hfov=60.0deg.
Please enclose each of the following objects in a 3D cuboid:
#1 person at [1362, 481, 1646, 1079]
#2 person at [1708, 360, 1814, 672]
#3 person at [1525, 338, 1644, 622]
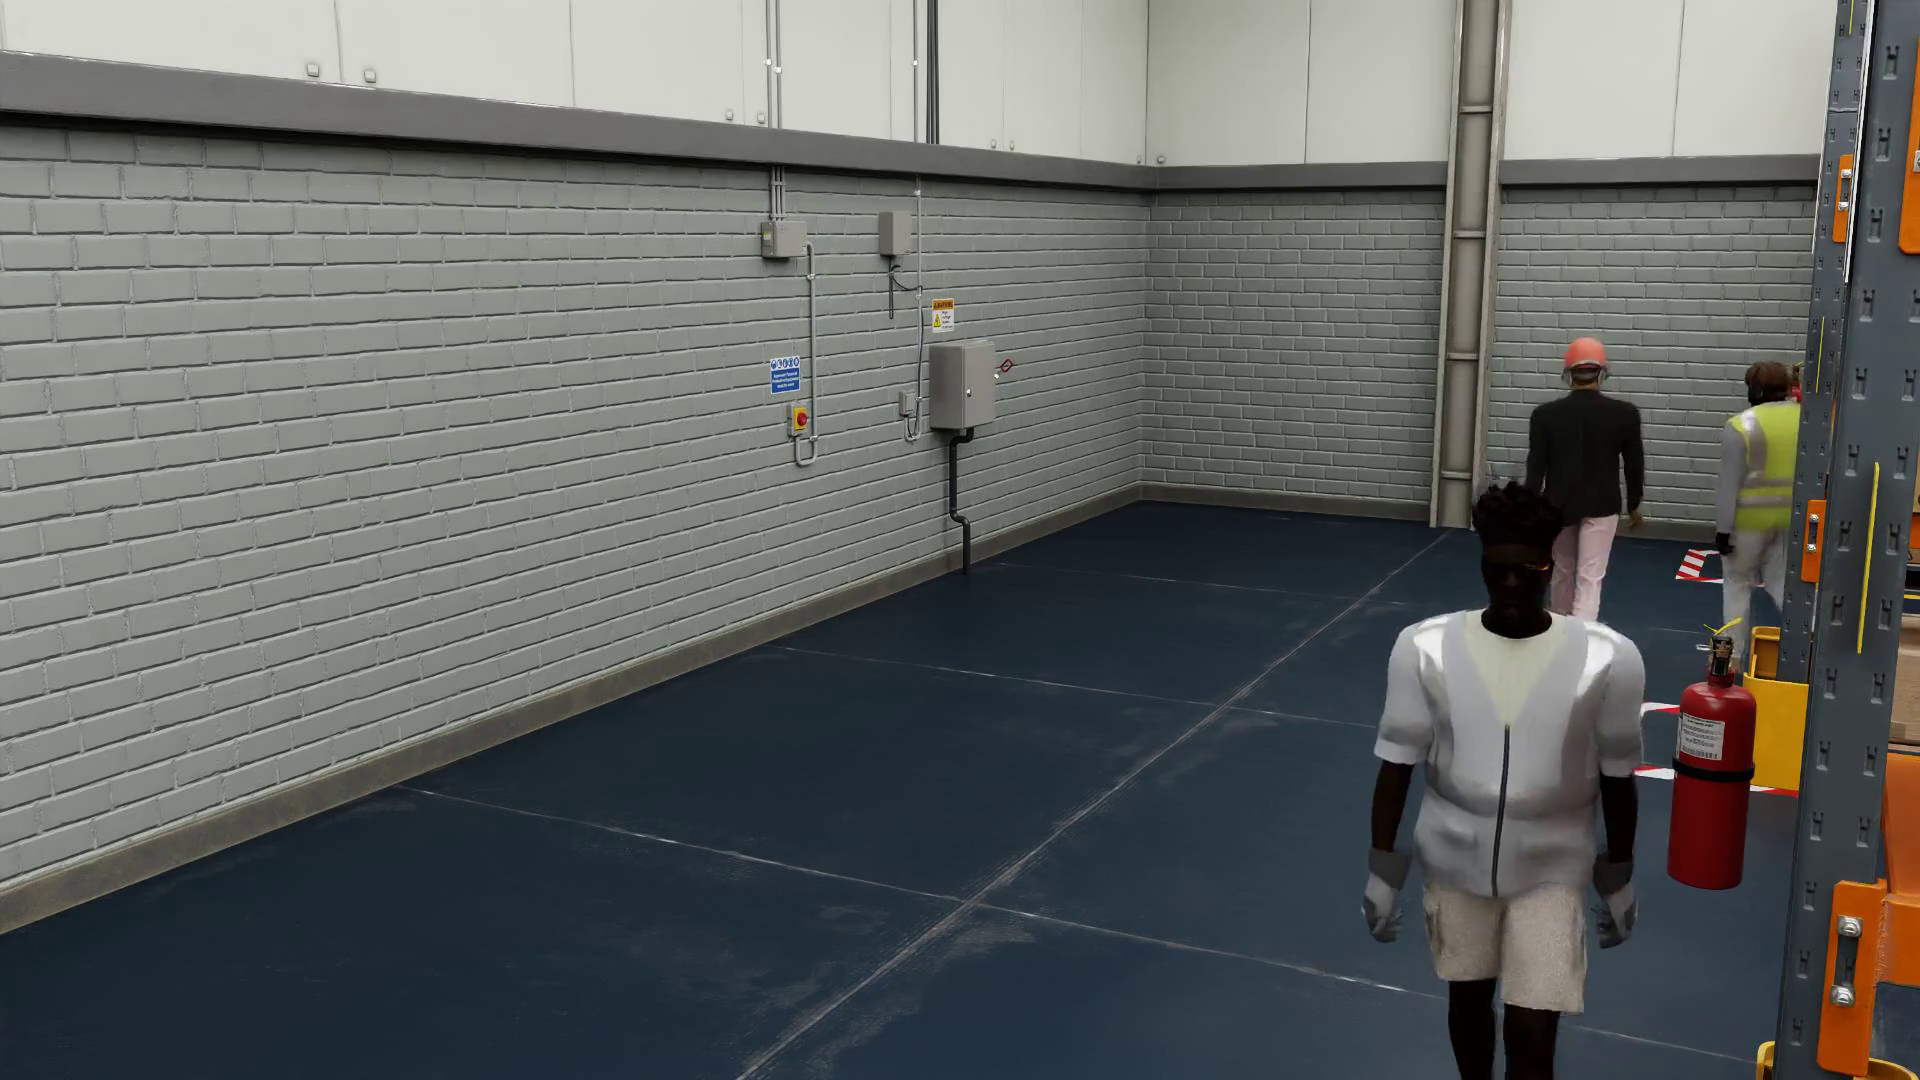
[{"bbox_3d":[1.298,0.826,4.032,0.634,1.924,0.962,5,11,24],"label":"person"},{"bbox_3d":[4.588,-0.096,9.370,0.653,1.823,0.710,-1,10,-7],"label":"person"},{"bbox_3d":[3.571,-0.178,9.549,0.621,1.932,1.086,5,11,25],"label":"person"}]
